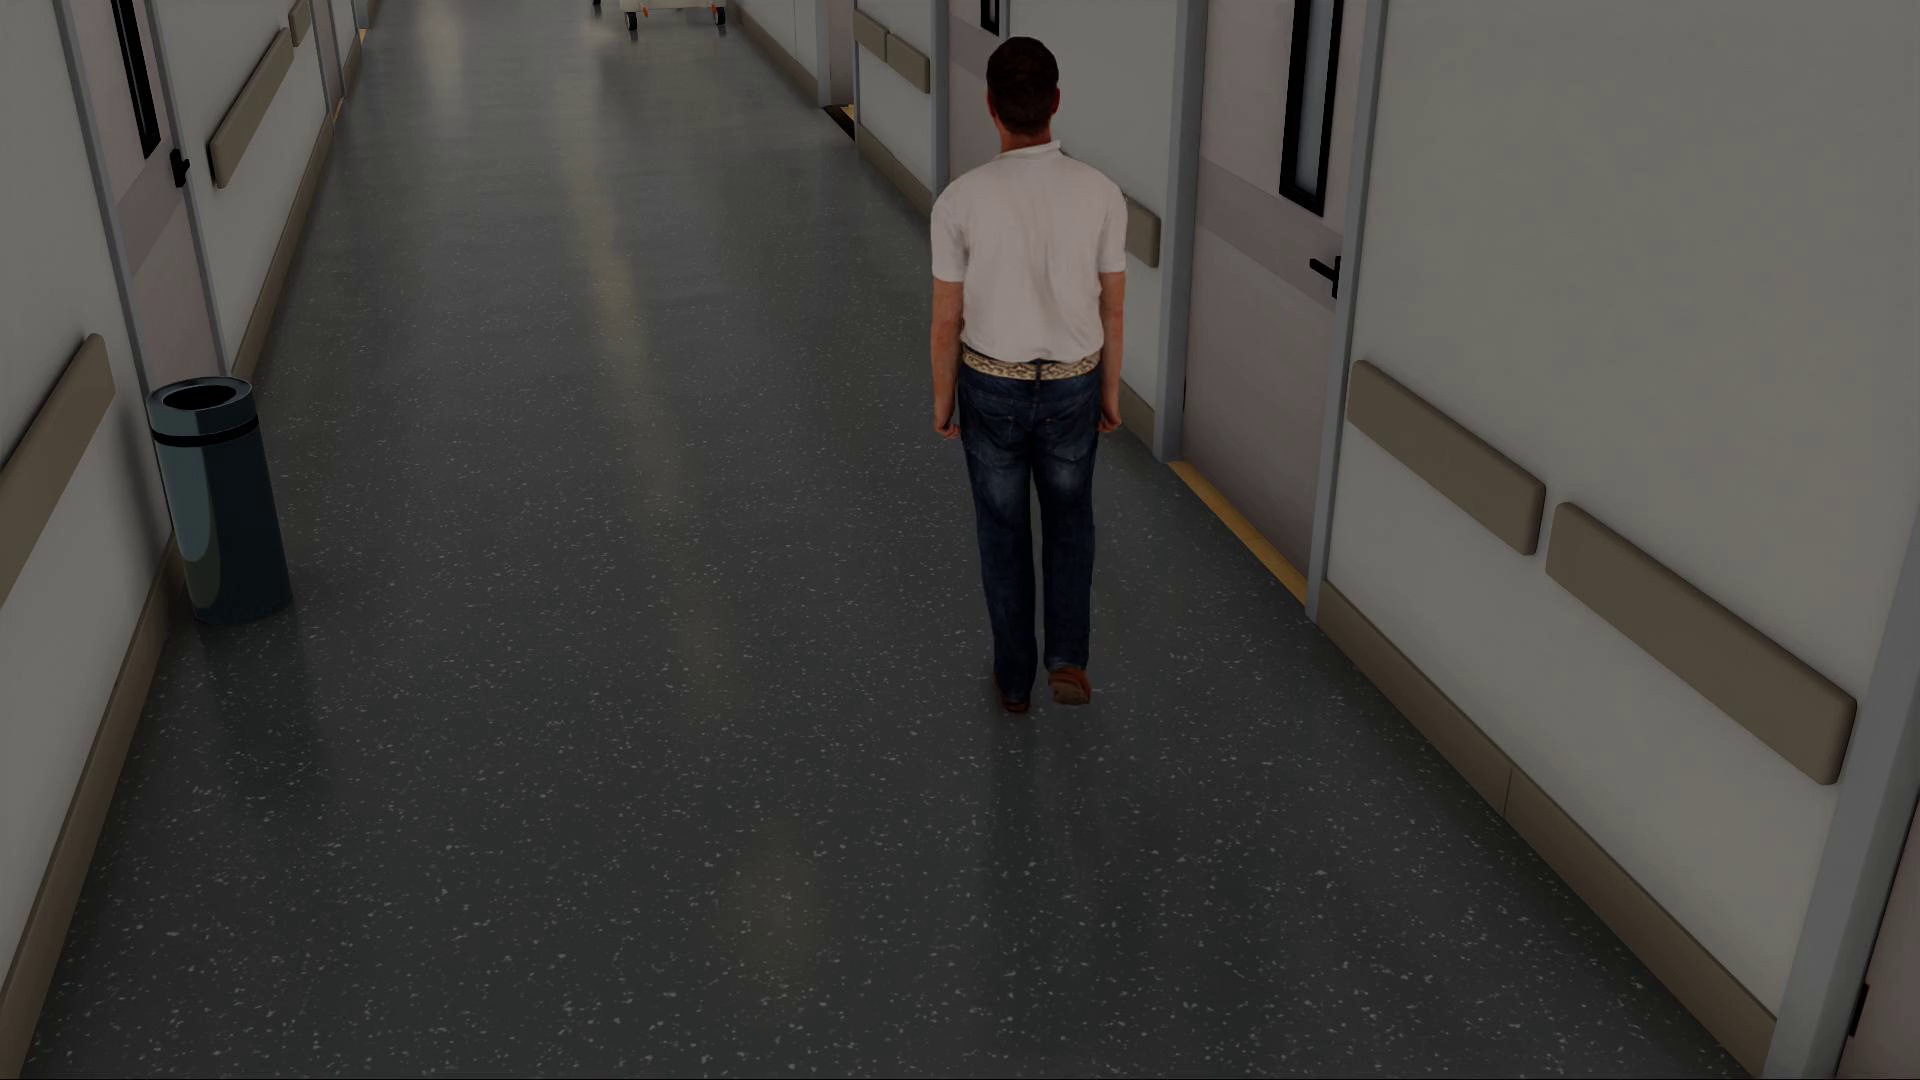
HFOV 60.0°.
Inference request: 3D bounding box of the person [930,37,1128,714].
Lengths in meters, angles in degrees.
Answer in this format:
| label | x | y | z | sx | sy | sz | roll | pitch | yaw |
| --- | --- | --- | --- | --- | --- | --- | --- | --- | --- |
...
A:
| label | x | y | z | sx | sy | sz | roll | pitch | yaw |
| --- | --- | --- | --- | --- | --- | --- | --- | --- | --- |
| person | 0.195 | -0.328 | 4.290 | 0.792 | 1.848 | 0.786 | -3 | 26 | -6 |
